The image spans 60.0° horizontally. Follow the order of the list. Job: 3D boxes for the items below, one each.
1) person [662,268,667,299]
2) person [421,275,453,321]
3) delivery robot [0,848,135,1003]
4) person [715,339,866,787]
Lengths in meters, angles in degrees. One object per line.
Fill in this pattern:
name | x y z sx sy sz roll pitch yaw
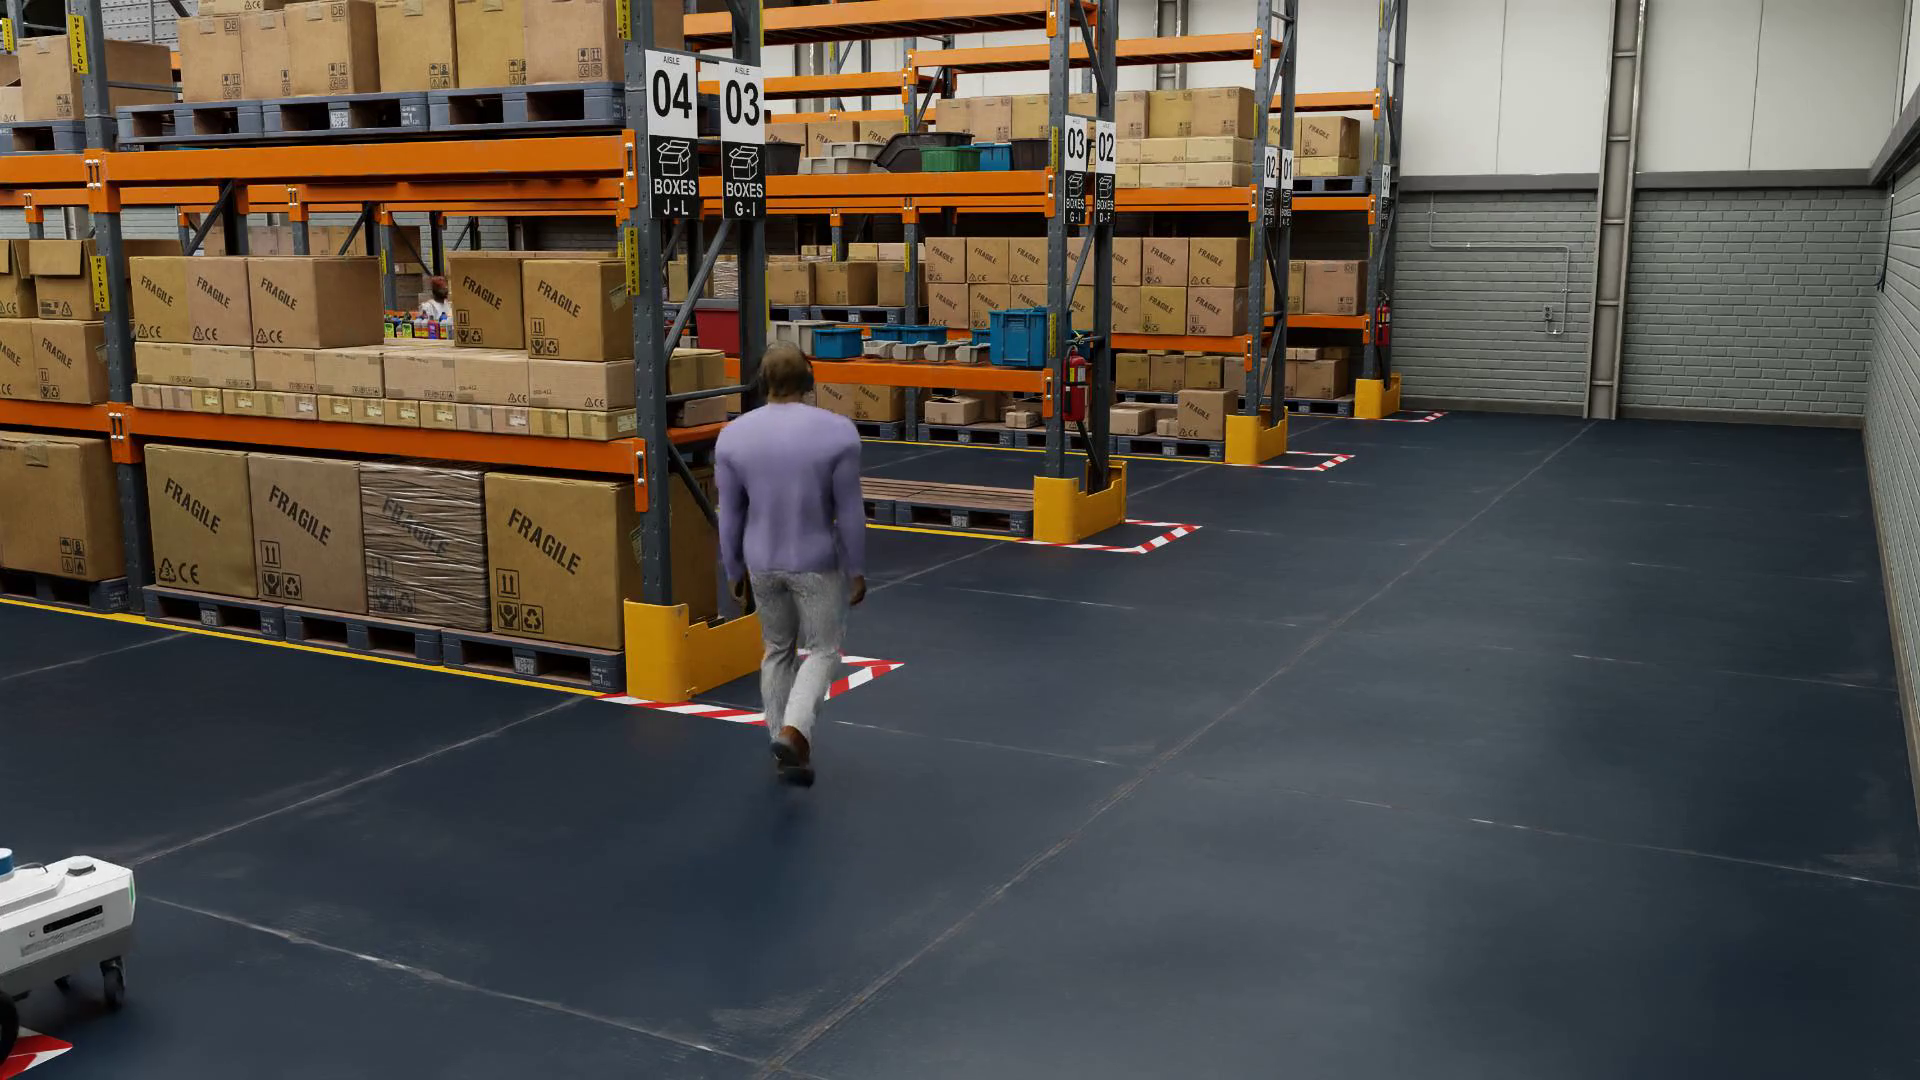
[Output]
person | -4.348 -3.047 24.291 0.681 1.914 0.581 8 13 36
person | -6.218 -2.240 20.032 0.414 1.869 0.580 4 11 21
delivery robot | -2.814 1.148 4.880 0.477 0.478 0.707 6 12 30
person | -0.726 0.120 7.022 0.640 1.919 0.622 2 11 11
